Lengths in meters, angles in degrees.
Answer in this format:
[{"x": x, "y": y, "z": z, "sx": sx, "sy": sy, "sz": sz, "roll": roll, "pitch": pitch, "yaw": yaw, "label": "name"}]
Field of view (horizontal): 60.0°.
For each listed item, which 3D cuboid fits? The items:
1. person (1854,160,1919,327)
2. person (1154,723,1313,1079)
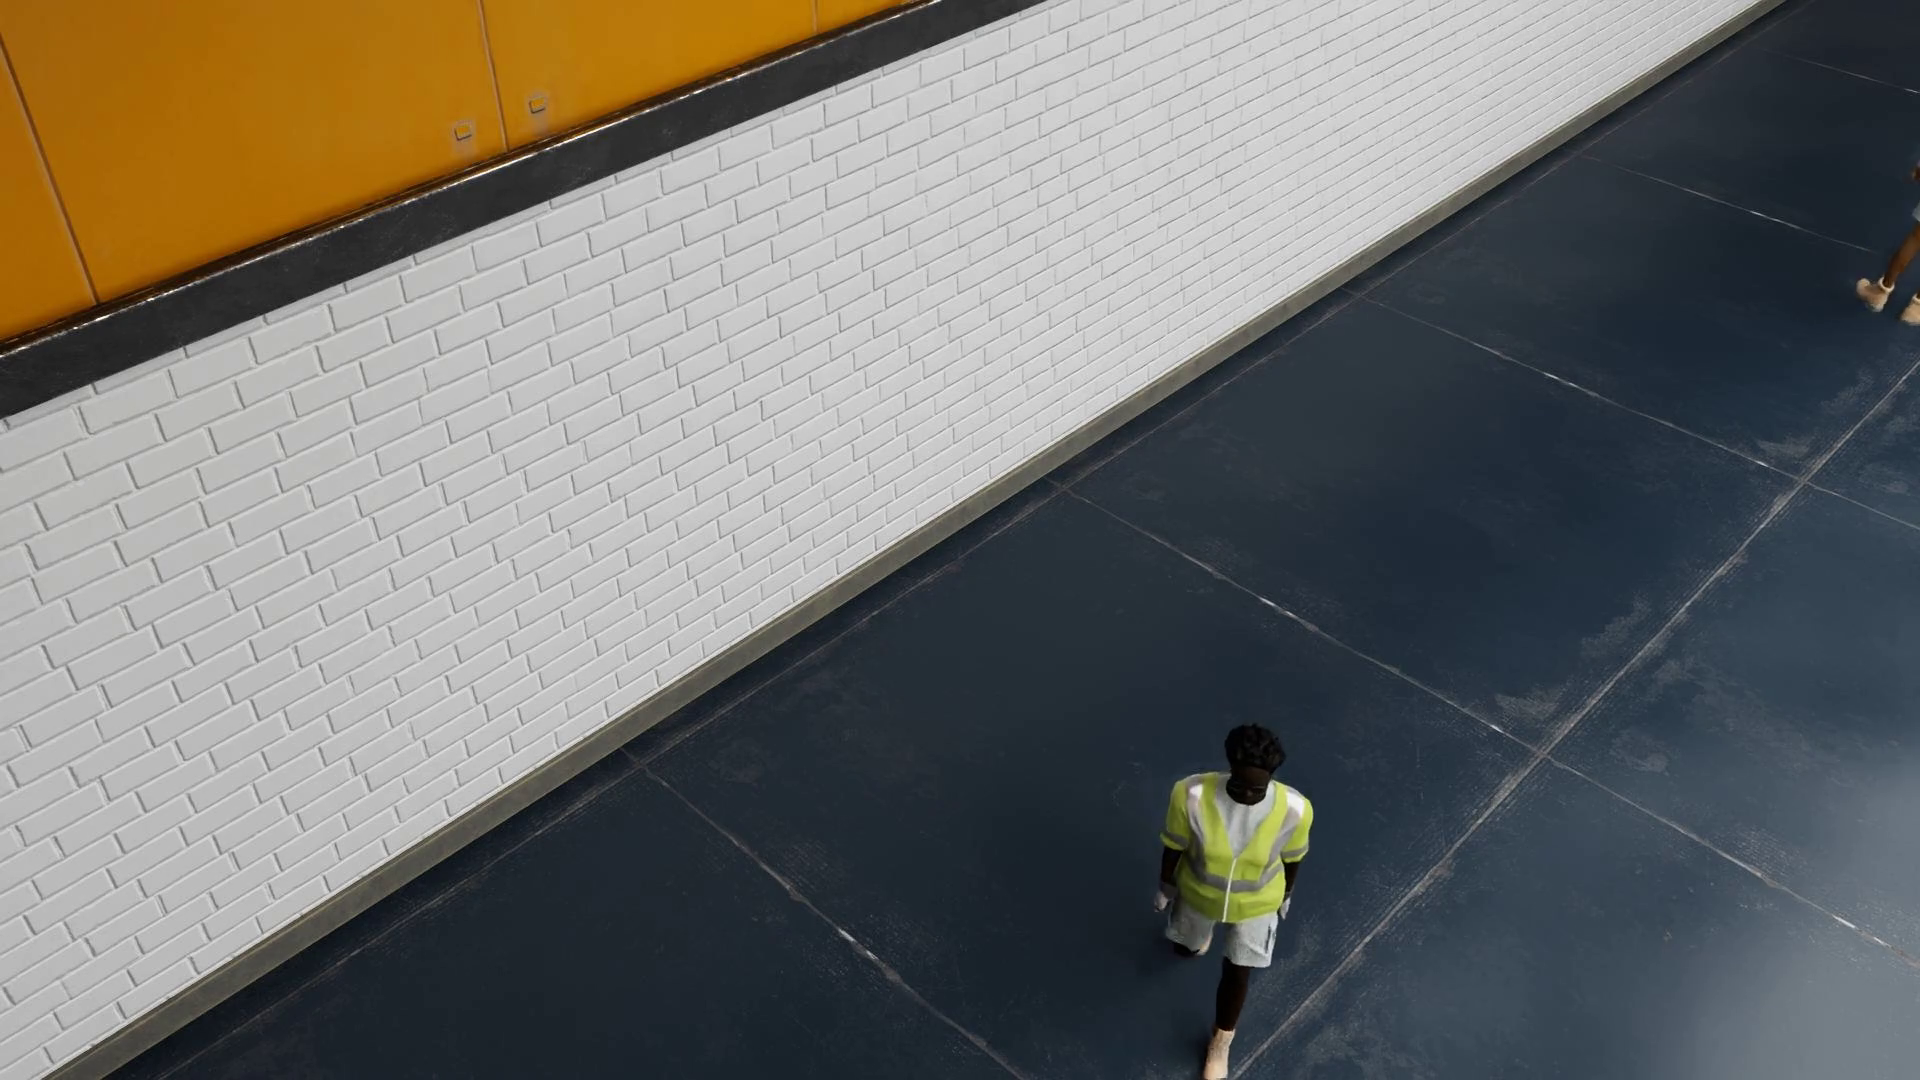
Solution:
[{"x": 6.252, "y": -2.258, "z": 10.372, "sx": 0.446, "sy": 1.994, "sz": 0.796, "roll": -14, "pitch": 41, "yaw": -17, "label": "person"}, {"x": 1.003, "y": 1.263, "z": 6.208, "sx": 0.537, "sy": 1.677, "sz": 0.689, "roll": 8, "pitch": 39, "yaw": 10, "label": "person"}]
